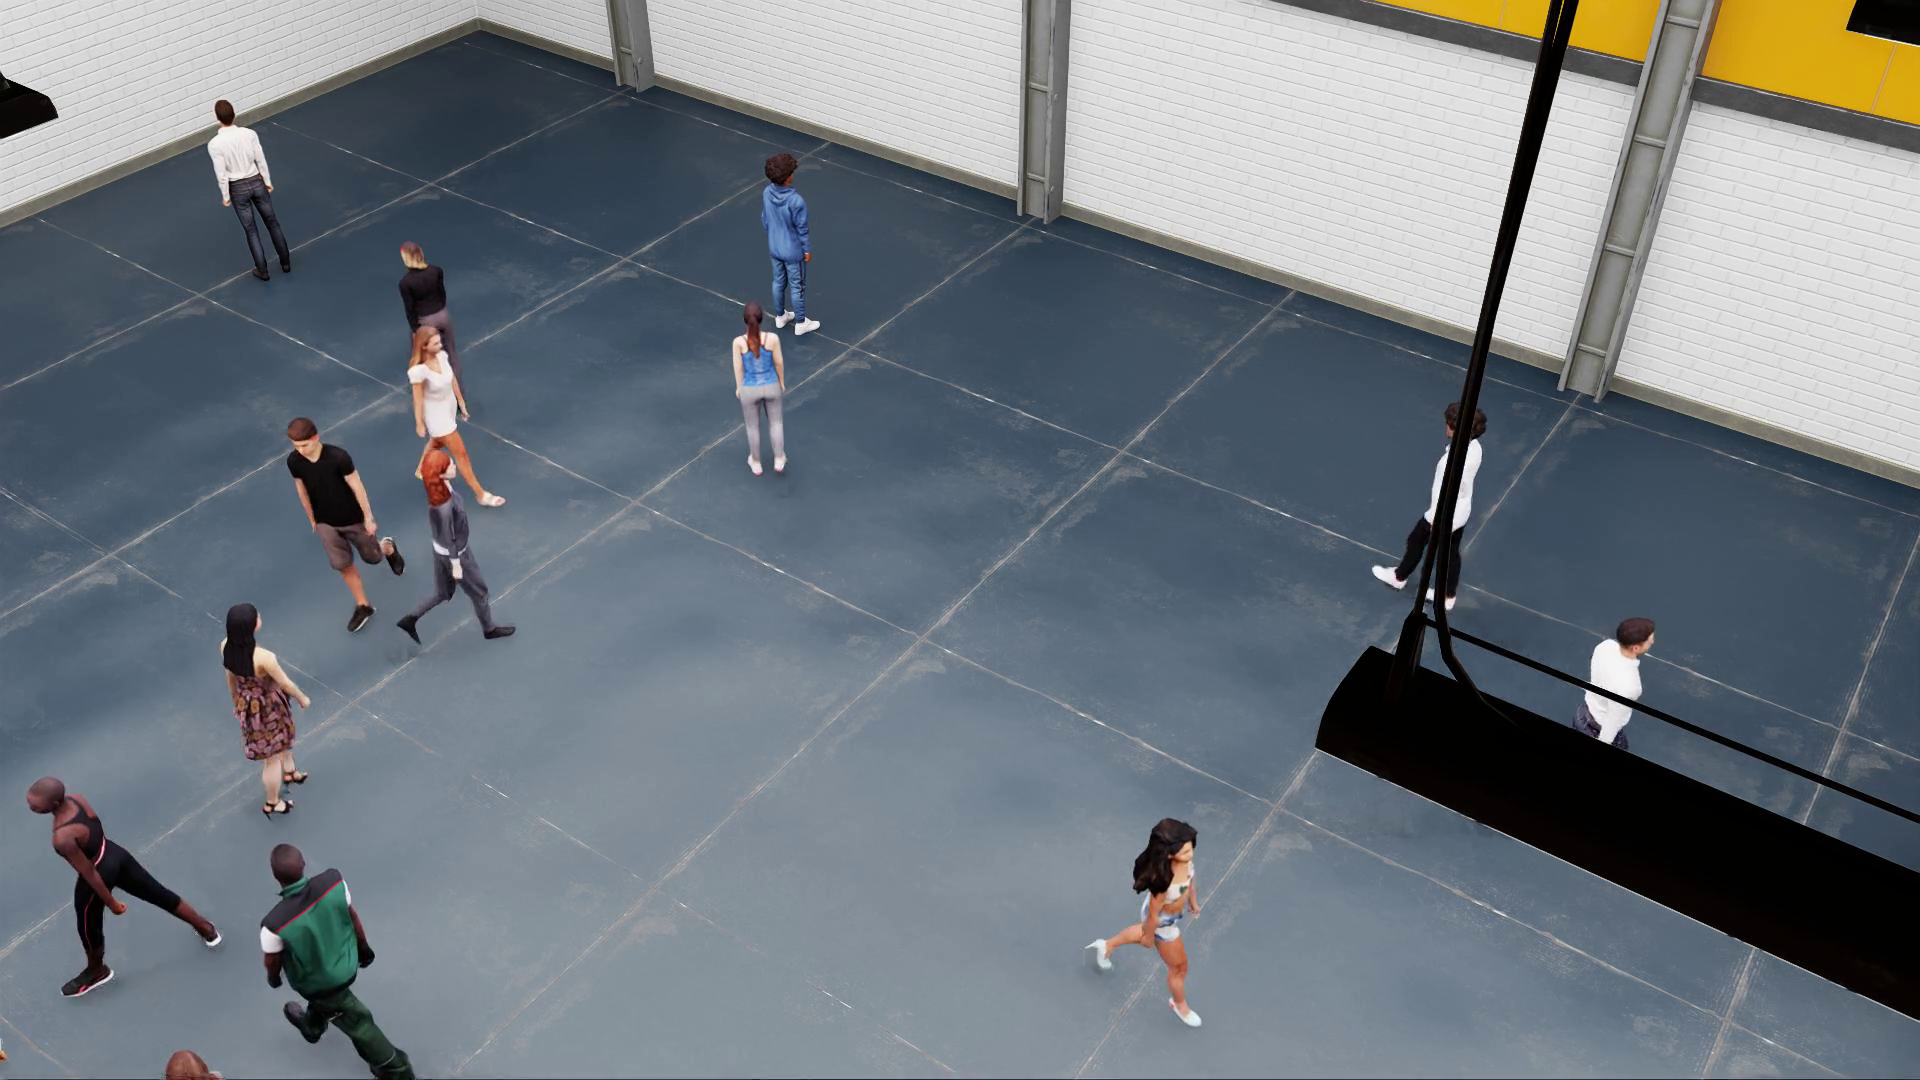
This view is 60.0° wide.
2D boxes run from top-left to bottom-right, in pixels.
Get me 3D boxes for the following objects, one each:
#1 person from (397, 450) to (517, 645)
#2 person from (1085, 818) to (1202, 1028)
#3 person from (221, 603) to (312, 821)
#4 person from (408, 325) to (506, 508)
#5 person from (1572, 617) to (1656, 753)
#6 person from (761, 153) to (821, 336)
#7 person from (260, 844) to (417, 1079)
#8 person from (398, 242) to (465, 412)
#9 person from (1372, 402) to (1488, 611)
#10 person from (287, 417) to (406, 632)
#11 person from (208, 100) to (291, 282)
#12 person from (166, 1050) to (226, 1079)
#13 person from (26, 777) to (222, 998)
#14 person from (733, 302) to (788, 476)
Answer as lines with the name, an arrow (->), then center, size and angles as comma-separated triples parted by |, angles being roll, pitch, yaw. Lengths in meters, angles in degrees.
person -> -3.774, 0.116, 12.114 | 1.025, 1.750, 1.068 | -13, 40, -16
person -> 1.120, 2.165, 9.674 | 1.052, 1.593, 0.653 | 17, 42, 20
person -> -4.555, 1.185, 10.773 | 0.689, 1.752, 0.736 | 16, 41, 19
person -> -4.329, -1.040, 13.643 | 1.200, 1.647, 0.789 | 14, 41, 16
person -> 4.016, 1.197, 10.689 | 1.220, 1.839, 1.108 | -3, 39, -4
person -> -1.630, -2.799, 15.715 | 0.486, 1.810, 0.730 | 24, 45, 27
person -> -3.431, 2.437, 9.192 | 1.227, 1.769, 0.784 | 18, 42, 21
person -> -4.588, -1.835, 14.629 | 0.658, 1.660, 0.657 | -31, 48, -33
person -> 3.738, -0.206, 12.486 | 0.947, 1.788, 0.741 | 31, 48, 32
person -> -4.590, -0.228, 12.476 | 1.129, 1.836, 1.100 | 0, 39, 0
person -> -7.067, -3.477, 16.516 | 0.712, 1.871, 0.630 | -28, 46, -30
person -> -3.994, 3.133, 8.863 | 0.556, 1.092, 0.523 | 23, 44, 26
person -> -4.937, 1.976, 9.816 | 1.194, 1.709, 1.124 | -3, 39, -4
person -> -1.681, -1.271, 13.964 | 0.650, 1.608, 0.699 | -9, 39, -11
